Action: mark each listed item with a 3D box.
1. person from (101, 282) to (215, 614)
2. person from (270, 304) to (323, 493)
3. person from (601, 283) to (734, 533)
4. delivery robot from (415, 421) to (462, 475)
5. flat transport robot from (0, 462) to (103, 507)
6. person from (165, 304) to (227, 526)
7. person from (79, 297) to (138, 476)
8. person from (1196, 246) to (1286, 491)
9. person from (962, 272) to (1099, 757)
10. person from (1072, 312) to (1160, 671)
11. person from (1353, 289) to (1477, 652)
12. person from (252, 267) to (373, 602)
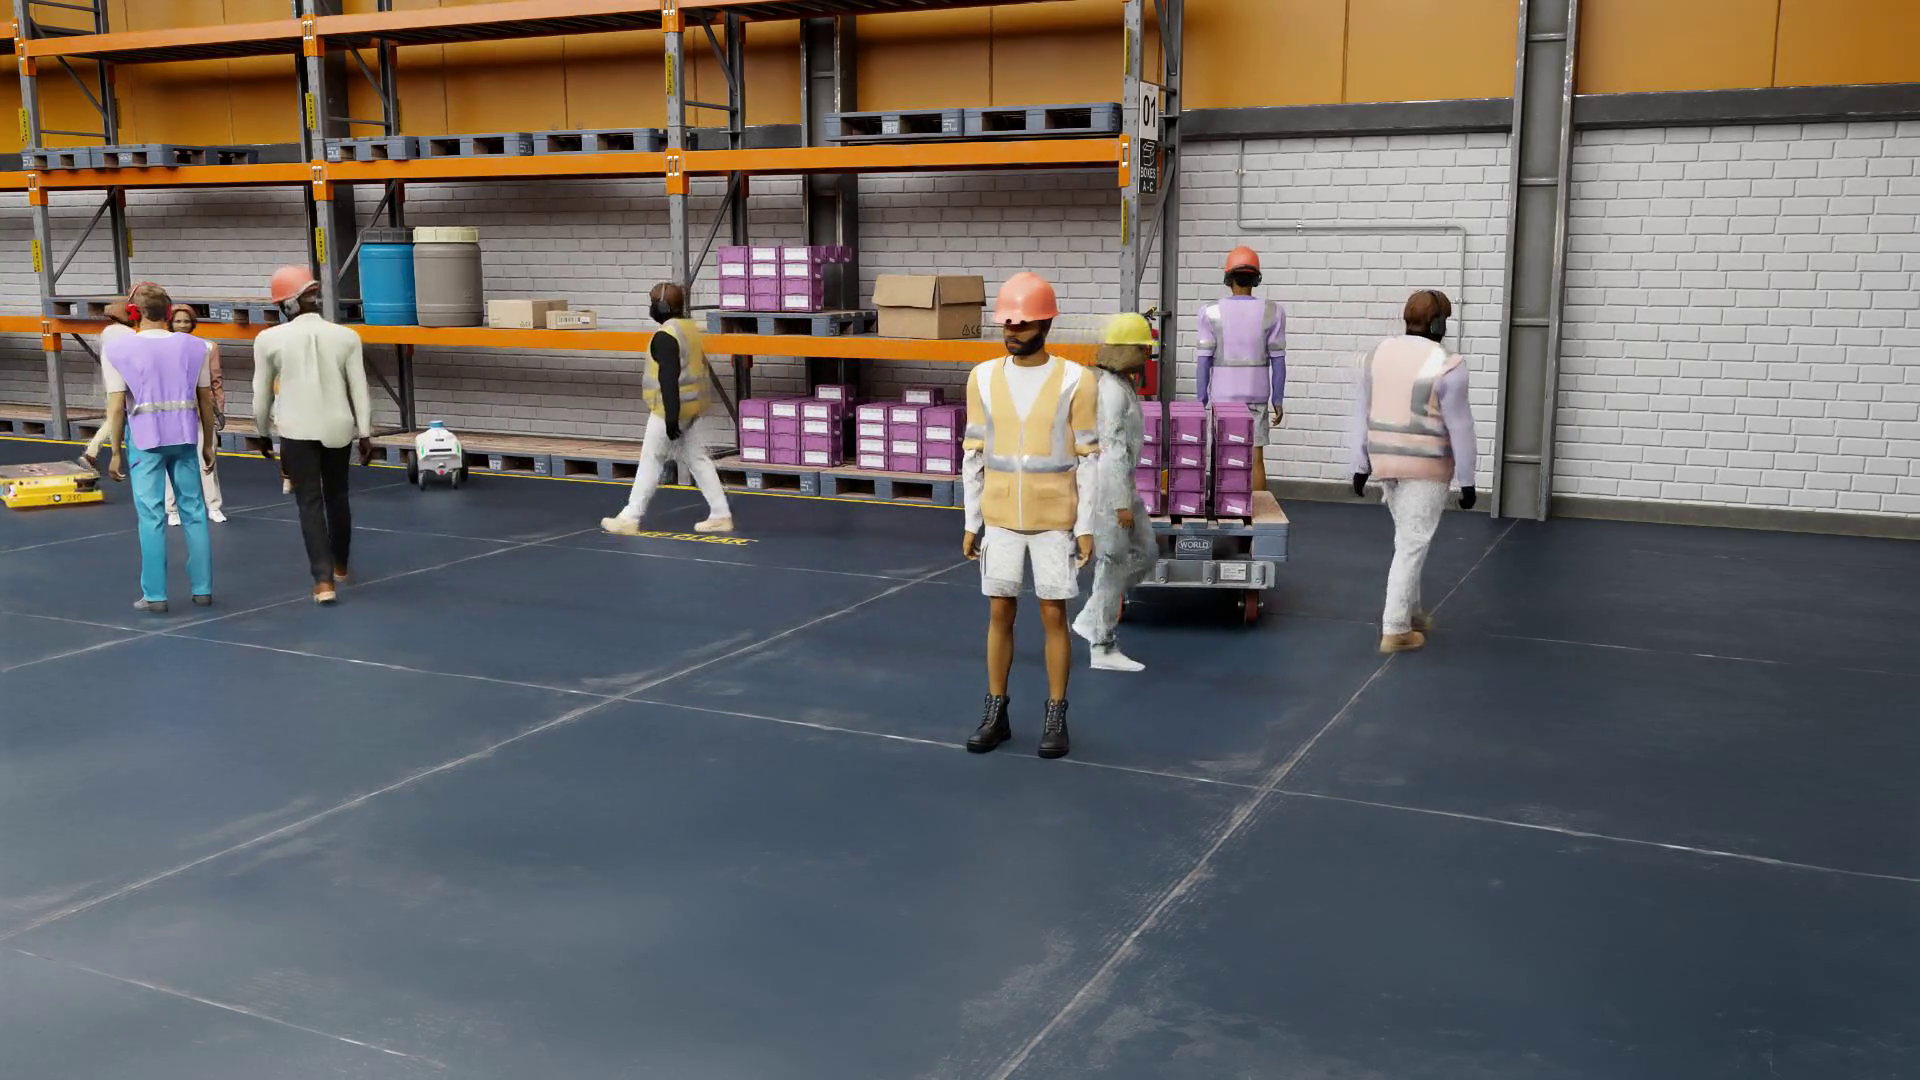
[{"bbox_3d":[-4.447,-0.509,9.289,0.379,1.842,0.570,10,14,44],"label":"person"},{"bbox_3d":[-5.482,-1.225,13.807,0.541,1.696,0.315,1,10,5],"label":"person"},{"bbox_3d":[-2.069,-0.927,11.850,0.937,1.792,0.639,2,10,13],"label":"person"},{"bbox_3d":[-4.475,-0.779,14.256,0.477,0.478,0.707,-4,11,-21],"label":"delivery robot"},{"bbox_3d":[-7.495,-0.468,13.552,0.652,0.197,1.431,-8,12,-37],"label":"flat transport robot"},{"bbox_3d":[-5.684,-0.916,12.247,0.510,1.630,0.317,-6,12,-32],"label":"person"},{"bbox_3d":[-7.581,-1.374,14.955,0.537,1.622,0.623,6,11,30],"label":"person"},{"bbox_3d":[1.934,-0.996,11.514,0.614,2.040,0.378,1,10,6],"label":"person"},{"bbox_3d":[0.268,-0.088,6.616,0.550,1.933,0.374,3,10,17],"label":"person"},{"bbox_3d":[0.784,-0.217,7.958,0.352,1.733,0.484,3,10,15],"label":"person"},{"bbox_3d":[2.379,-0.353,8.450,0.683,1.821,0.661,-6,12,-32],"label":"person"},{"bbox_3d":[-3.787,-0.626,9.765,0.616,1.927,1.027,-7,12,-34],"label":"person"}]
